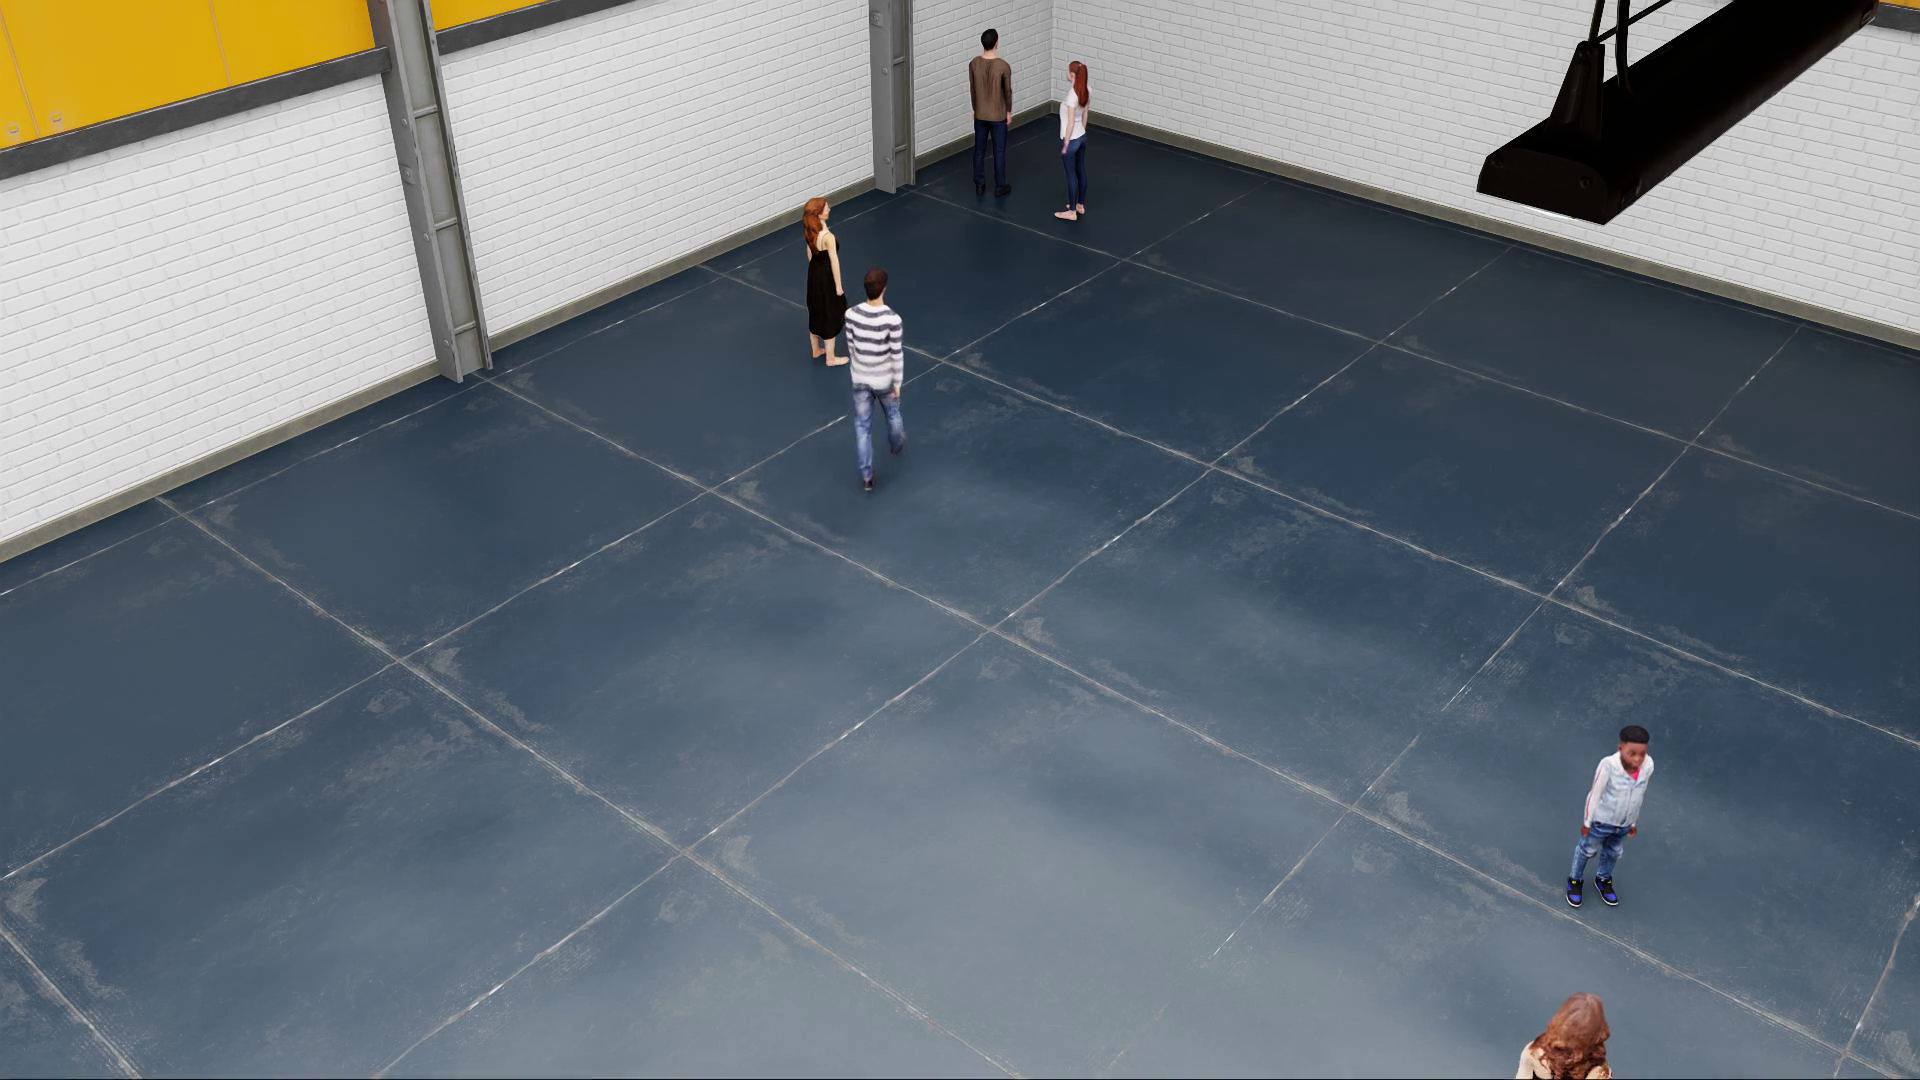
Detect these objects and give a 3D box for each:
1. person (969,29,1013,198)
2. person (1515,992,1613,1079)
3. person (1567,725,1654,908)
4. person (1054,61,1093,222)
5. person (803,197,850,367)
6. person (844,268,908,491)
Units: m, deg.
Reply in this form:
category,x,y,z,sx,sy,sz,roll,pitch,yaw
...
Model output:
category,x,y,z,sx,sy,sz,roll,pitch,yaw
person,0.342,-4.785,18.647,0.728,1.889,0.707,10,35,15
person,2.620,2.765,7.464,0.832,1.696,1.221,13,36,19
person,3.785,1.579,9.642,0.568,1.261,0.623,-1,34,-1
person,1.262,-4.359,18.142,0.638,1.740,0.489,20,39,28
person,-1.262,-2.384,15.274,0.623,1.625,0.618,-24,41,-32
person,-0.724,-1.251,13.401,0.979,1.812,1.162,5,34,8
